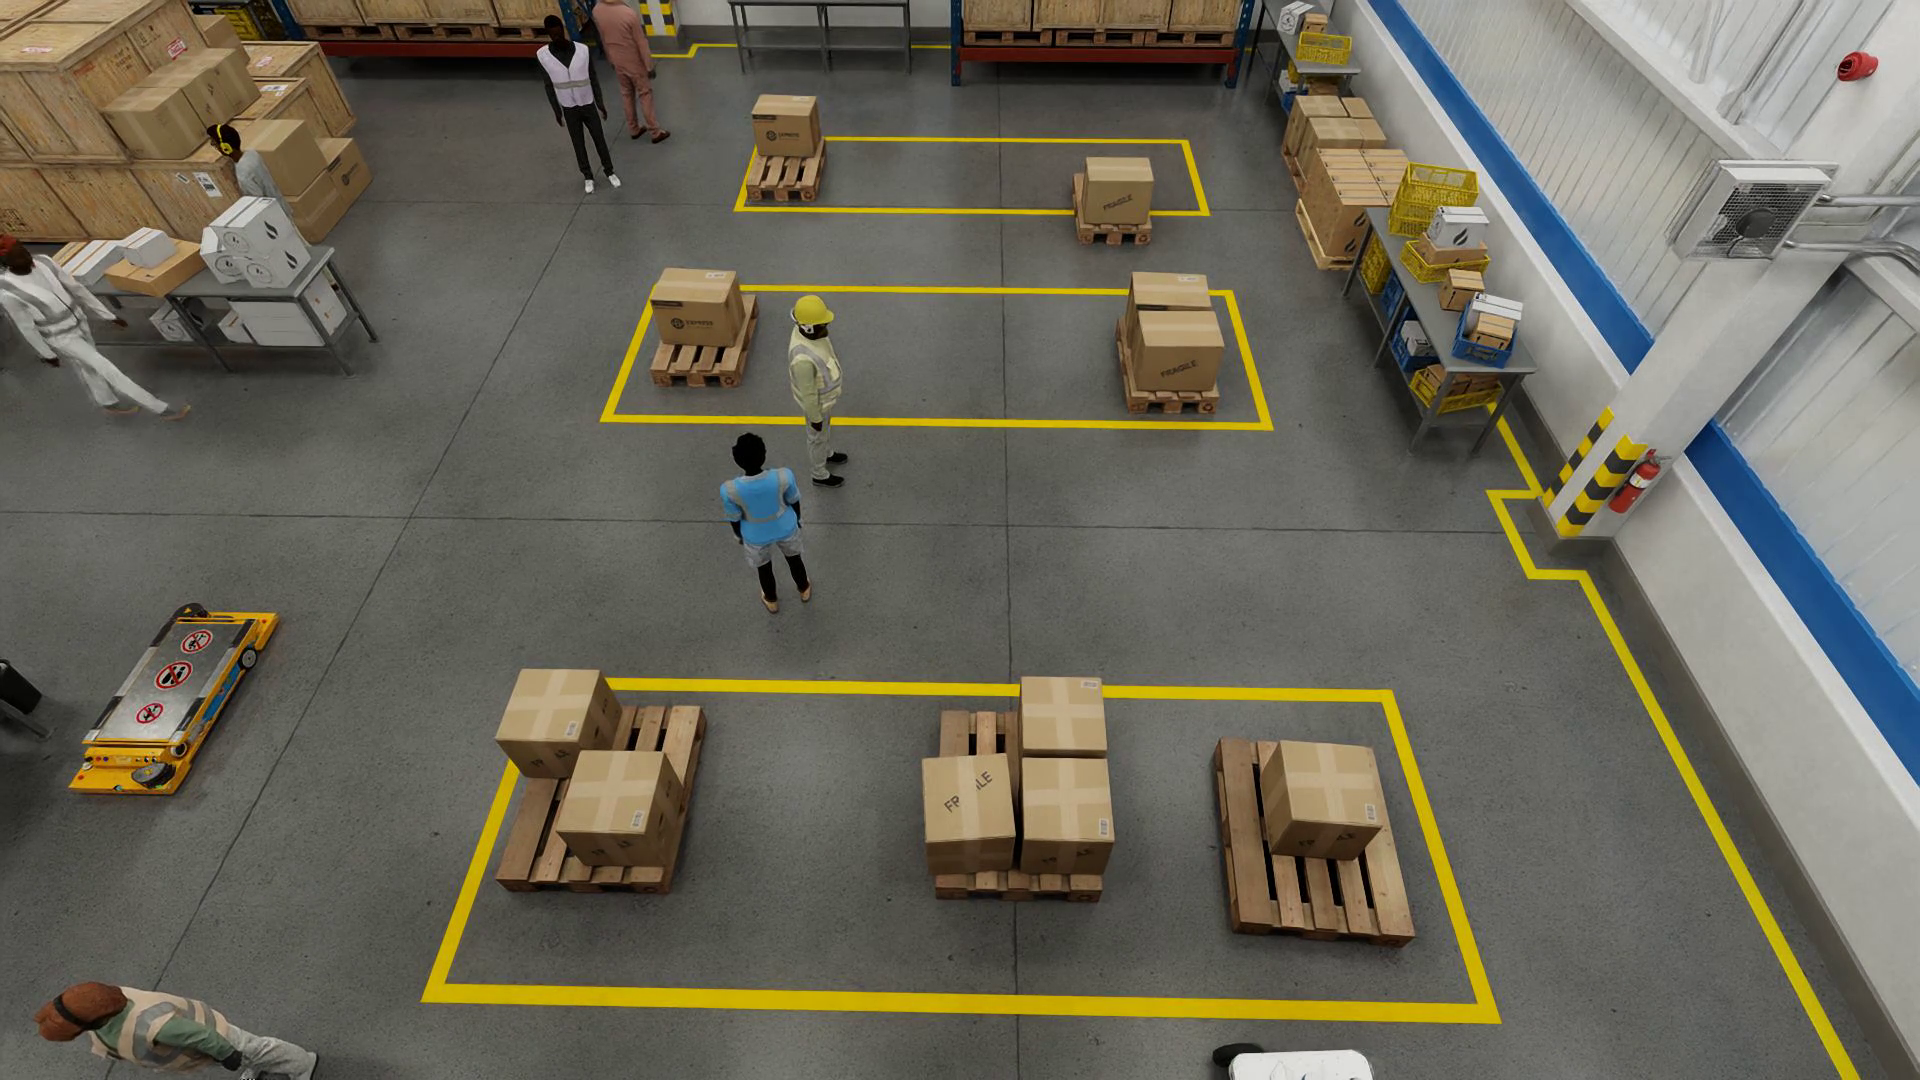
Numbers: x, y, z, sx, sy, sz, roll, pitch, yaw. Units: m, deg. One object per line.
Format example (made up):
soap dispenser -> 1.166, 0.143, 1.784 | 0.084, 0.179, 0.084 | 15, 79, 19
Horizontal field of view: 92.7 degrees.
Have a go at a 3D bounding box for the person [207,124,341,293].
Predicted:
person -> -6.686, -3.132, 8.959 | 0.329, 1.873, 0.512 | -14, 51, -11

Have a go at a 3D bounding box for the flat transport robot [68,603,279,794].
flat transport robot -> -5.504, 1.072, 6.442 | 0.652, 0.197, 1.431 | 1, 50, 1

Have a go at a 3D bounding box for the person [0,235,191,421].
person -> -7.504, -1.776, 7.833 | 0.958, 1.830, 0.581 | -3, 50, -3

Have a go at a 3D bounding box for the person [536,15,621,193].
person -> -4.364, -4.973, 10.488 | 0.592, 1.917, 0.392 | -20, 53, -16

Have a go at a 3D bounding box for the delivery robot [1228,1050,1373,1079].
delivery robot -> 1.755, 2.834, 4.707 | 0.707, 0.478, 0.477 | -1, 50, -1

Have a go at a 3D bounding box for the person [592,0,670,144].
person -> -4.048, -5.892, 11.280 | 0.653, 1.900, 0.398 | 17, 52, 14

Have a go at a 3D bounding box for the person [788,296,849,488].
person -> -1.125, -1.170, 7.331 | 0.404, 1.824, 0.595 | 0, 50, 0

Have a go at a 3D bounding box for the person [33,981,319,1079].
person -> -3.704, 2.417, 4.414 | 0.517, 1.636, 0.313 | 11, 51, 9

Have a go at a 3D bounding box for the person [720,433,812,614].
person -> -1.356, -0.090, 6.496 | 0.531, 1.698, 0.320 | -16, 52, -13
